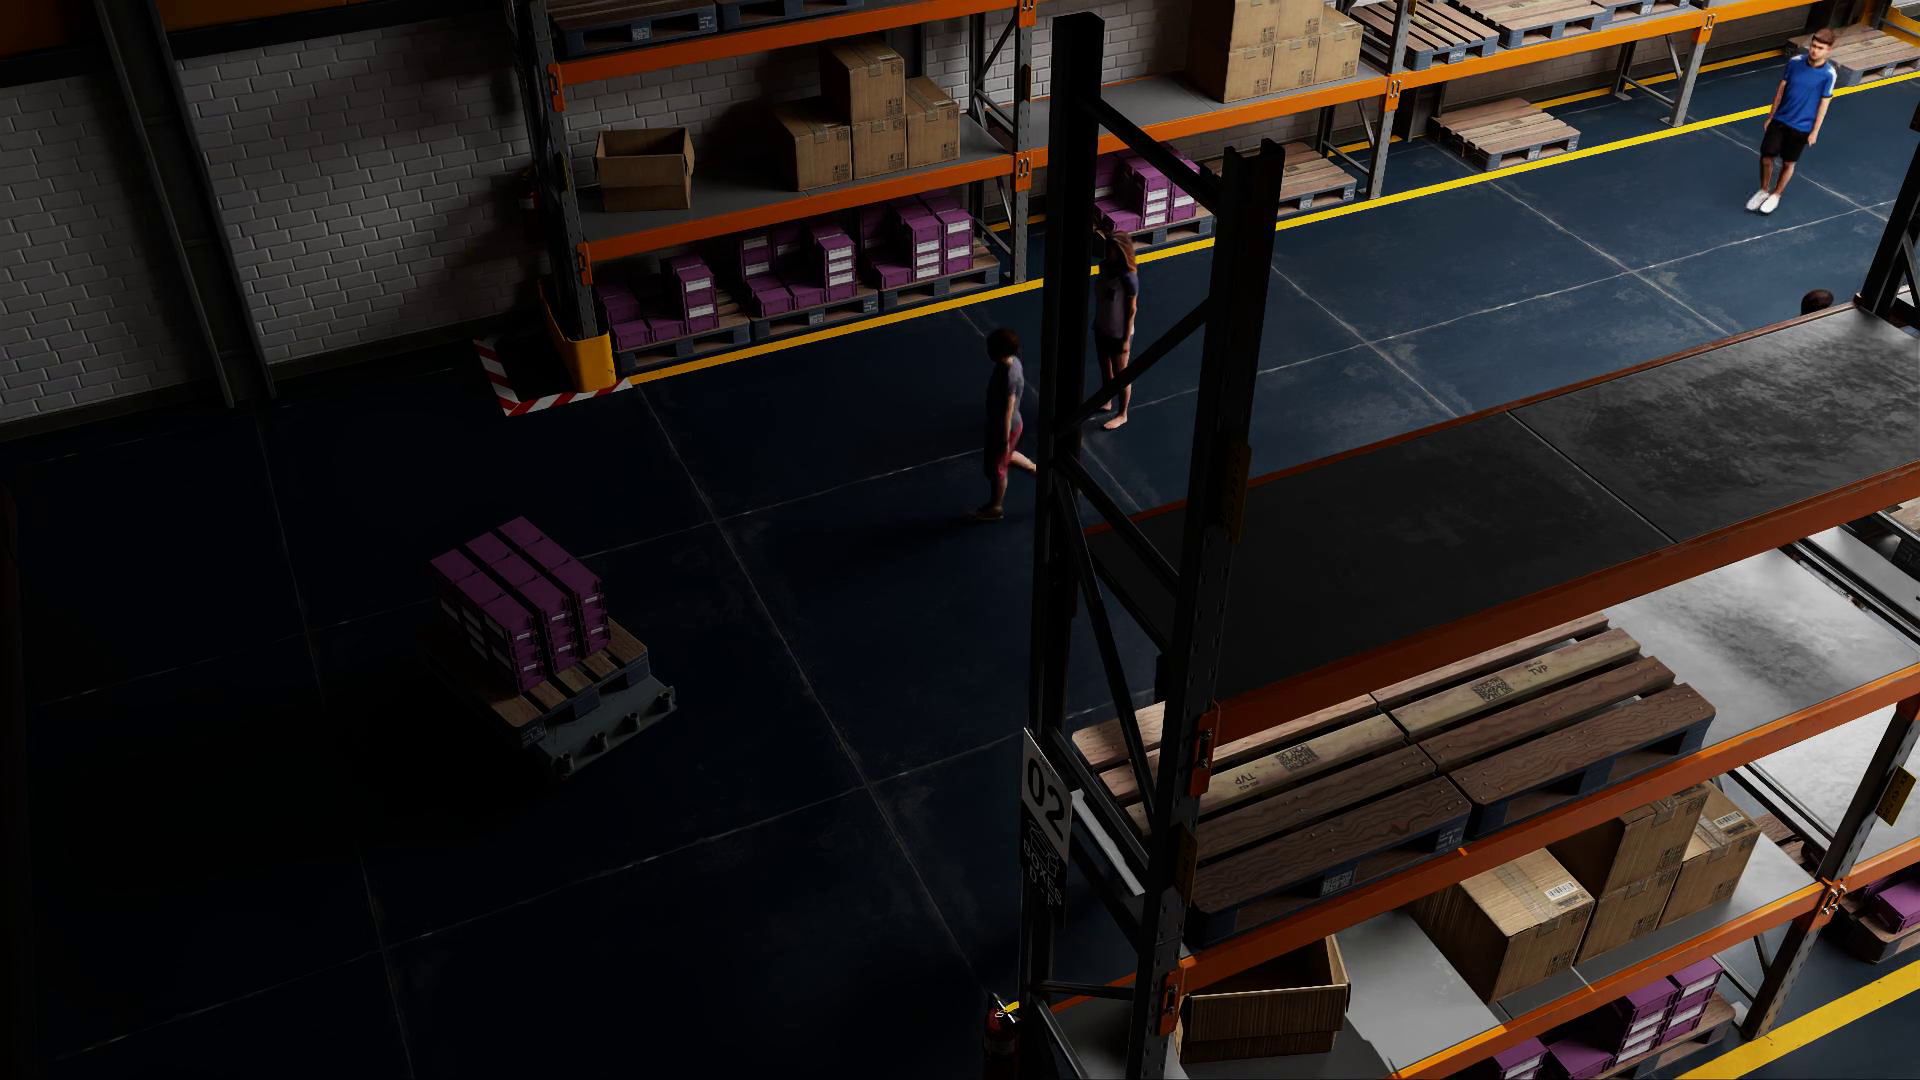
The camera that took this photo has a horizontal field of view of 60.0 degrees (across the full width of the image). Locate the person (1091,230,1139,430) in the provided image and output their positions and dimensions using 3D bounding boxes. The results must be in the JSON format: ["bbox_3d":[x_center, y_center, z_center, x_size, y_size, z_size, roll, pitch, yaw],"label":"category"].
[{"bbox_3d":[1.230,-1.673,13.156,0.562,1.730,0.620,-20,43,-23],"label":"person"}]

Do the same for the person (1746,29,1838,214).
[{"bbox_3d":[8.078,-4.051,16.033,0.792,1.854,0.796,29,47,31],"label":"person"}]

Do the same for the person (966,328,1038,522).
[{"bbox_3d":[0.401,-0.828,12.174,1.008,1.635,0.791,-3,39,-3],"label":"person"}]
